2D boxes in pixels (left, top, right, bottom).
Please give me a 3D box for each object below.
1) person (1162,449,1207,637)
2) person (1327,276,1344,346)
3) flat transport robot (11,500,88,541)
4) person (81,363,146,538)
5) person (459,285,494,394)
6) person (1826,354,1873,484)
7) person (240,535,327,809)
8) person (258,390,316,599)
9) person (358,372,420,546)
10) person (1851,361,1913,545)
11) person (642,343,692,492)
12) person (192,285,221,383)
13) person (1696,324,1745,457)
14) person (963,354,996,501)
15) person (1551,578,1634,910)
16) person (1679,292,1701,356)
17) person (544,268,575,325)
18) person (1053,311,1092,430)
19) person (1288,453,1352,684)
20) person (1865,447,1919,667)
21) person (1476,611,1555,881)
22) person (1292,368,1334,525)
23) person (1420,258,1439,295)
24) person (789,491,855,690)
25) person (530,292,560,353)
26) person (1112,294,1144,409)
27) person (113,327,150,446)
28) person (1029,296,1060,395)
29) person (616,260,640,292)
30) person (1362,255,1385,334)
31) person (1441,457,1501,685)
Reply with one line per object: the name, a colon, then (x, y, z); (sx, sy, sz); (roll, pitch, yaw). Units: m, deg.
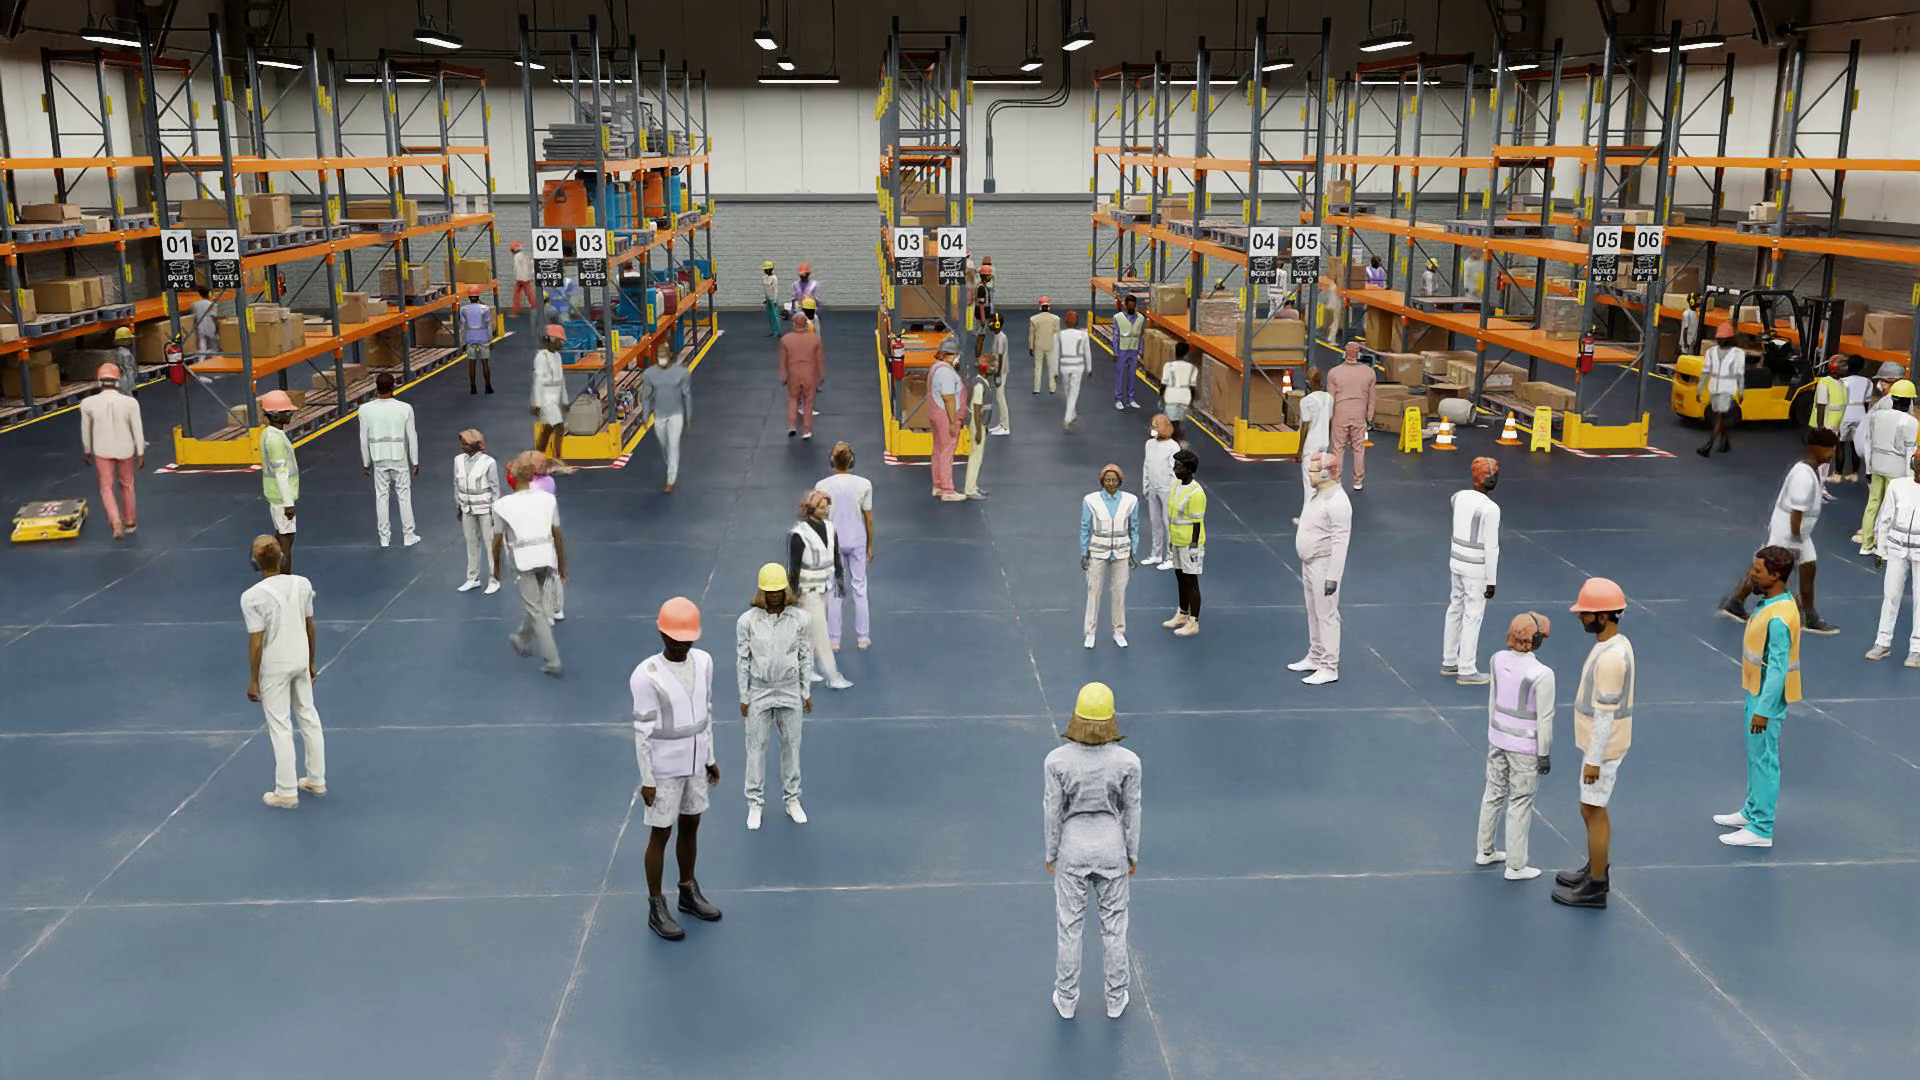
person: (2.029, 0.018, 14.949); (0.319, 1.694, 0.533); (-4, 14, -16)
person: (8.336, -5.093, 36.744); (0.384, 1.615, 0.521); (-5, 14, -21)
flat transport robot: (-10.457, -0.251, 19.121); (0.652, 0.197, 1.431); (-5, 14, -22)
person: (-9.481, -1.000, 18.650); (0.634, 1.969, 0.804); (-7, 15, -28)
person: (-8.574, -3.555, 29.540); (0.545, 1.943, 0.347); (-2, 13, -7)
person: (11.572, -1.571, 21.658); (0.540, 1.695, 0.317); (-2, 13, -9)
person: (-4.490, 0.868, 11.015); (0.348, 1.842, 0.506); (8, 16, 31)
person: (-6.531, -0.431, 16.089); (0.370, 2.044, 0.608); (-7, 15, -28)
person: (-6.250, -0.877, 18.251); (0.600, 1.915, 0.377); (-2, 13, -7)
person: (10.194, -0.981, 18.422); (0.536, 2.000, 0.678); (10, 17, 37)
person: (-3.755, -1.620, 21.455); (0.637, 1.904, 0.948); (1, 13, 4)
person: (-14.108, -3.852, 31.141); (0.496, 1.802, 1.007); (-2, 13, -7)
person: (10.814, -2.134, 23.661); (1.015, 1.879, 0.560); (-11, 17, -39)
person: (0.234, -1.407, 20.702); (0.411, 1.829, 0.572); (1, 13, 5)
person: (3.661, 1.162, 9.603); (0.391, 1.923, 0.548); (5, 14, 20)
person: (12.690, -3.372, 28.911); (0.328, 1.877, 0.513); (10, 16, 36)
person: (-8.328, -4.781, 34.549); (0.621, 2.028, 0.461); (0, 13, -1)
person: (1.726, -2.652, 25.954); (0.572, 1.842, 1.009); (5, 14, 22)
person: (2.936, 0.225, 13.607); (0.405, 1.904, 0.652); (-1, 13, -6)
person: (8.049, 0.128, 14.060); (0.355, 1.885, 0.575); (-12, 18, -42)
person: (3.331, 1.228, 9.951); (0.314, 1.629, 0.508); (-5, 14, -20)
person: (4.083, -1.068, 19.225); (0.506, 1.840, 0.349); (-9, 16, -34)
person: (10.799, -5.565, 38.305); (0.404, 1.825, 0.586); (2, 13, 8)
person: (-1.067, 0.412, 13.421); (0.758, 1.606, 0.541); (8, 15, 30)
person: (-7.700, -3.768, 30.911); (0.520, 1.720, 0.874); (-2, 13, -10)
person: (2.819, -3.166, 27.949); (0.591, 1.916, 0.392); (-6, 15, -25)
person: (-12.216, -2.252, 24.445); (0.299, 1.745, 0.483); (-13, 18, -43)
person: (1.492, -3.438, 29.478); (0.563, 1.742, 0.360); (-2, 13, -7)
person: (-7.520, -5.470, 37.917); (0.592, 1.824, 0.613); (-3, 14, -11)
person: (9.745, -5.782, 39.216); (0.621, 1.836, 0.429); (-5, 14, -18)
person: (4.186, 0.249, 13.577); (0.350, 1.878, 0.567); (-4, 14, -18)
